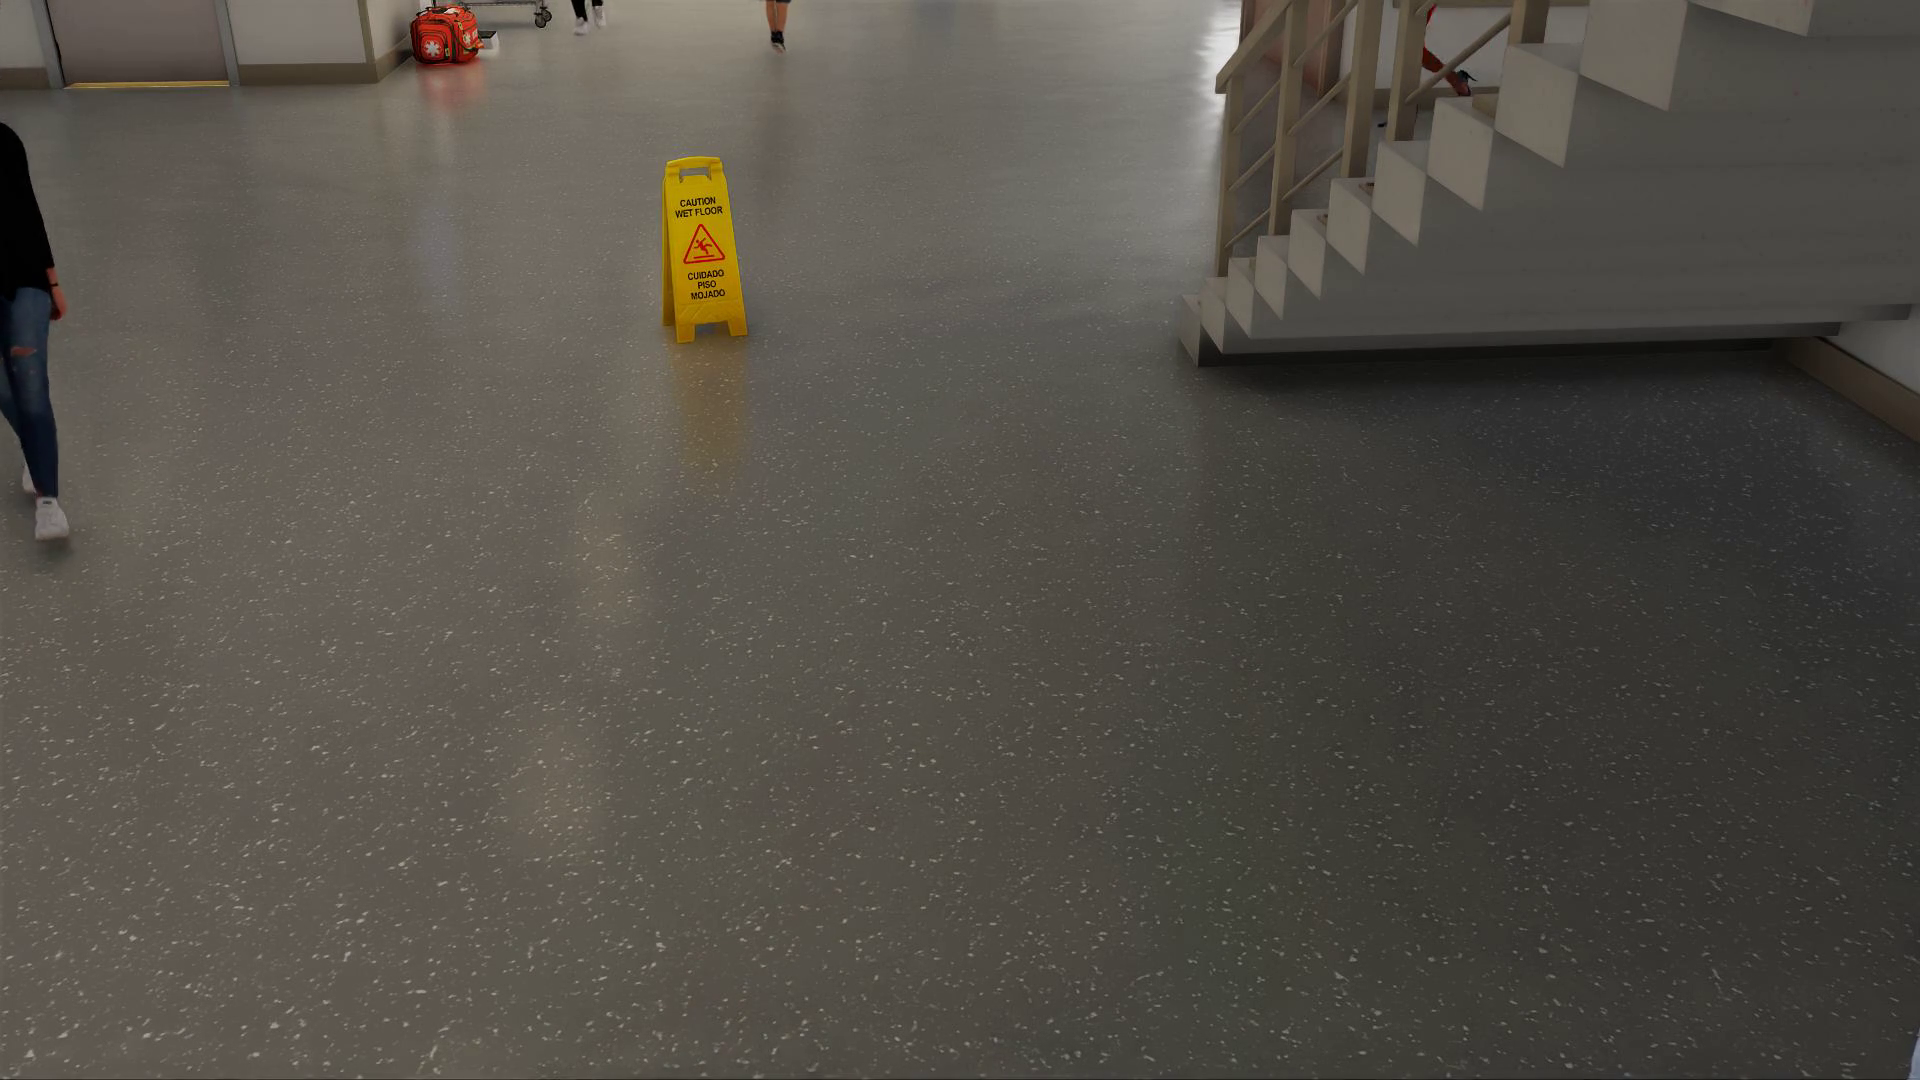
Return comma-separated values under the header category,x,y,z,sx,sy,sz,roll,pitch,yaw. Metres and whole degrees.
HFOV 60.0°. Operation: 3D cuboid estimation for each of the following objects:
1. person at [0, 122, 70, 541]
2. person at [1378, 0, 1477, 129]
category,x,y,z,sx,sy,sz,roll,pitch,yaw
person,-3.202,-0.840,5.497,0.801,1.603,1.128,-10,27,-20
person,3.152,-3.601,11.085,0.809,1.722,0.862,5,26,10
